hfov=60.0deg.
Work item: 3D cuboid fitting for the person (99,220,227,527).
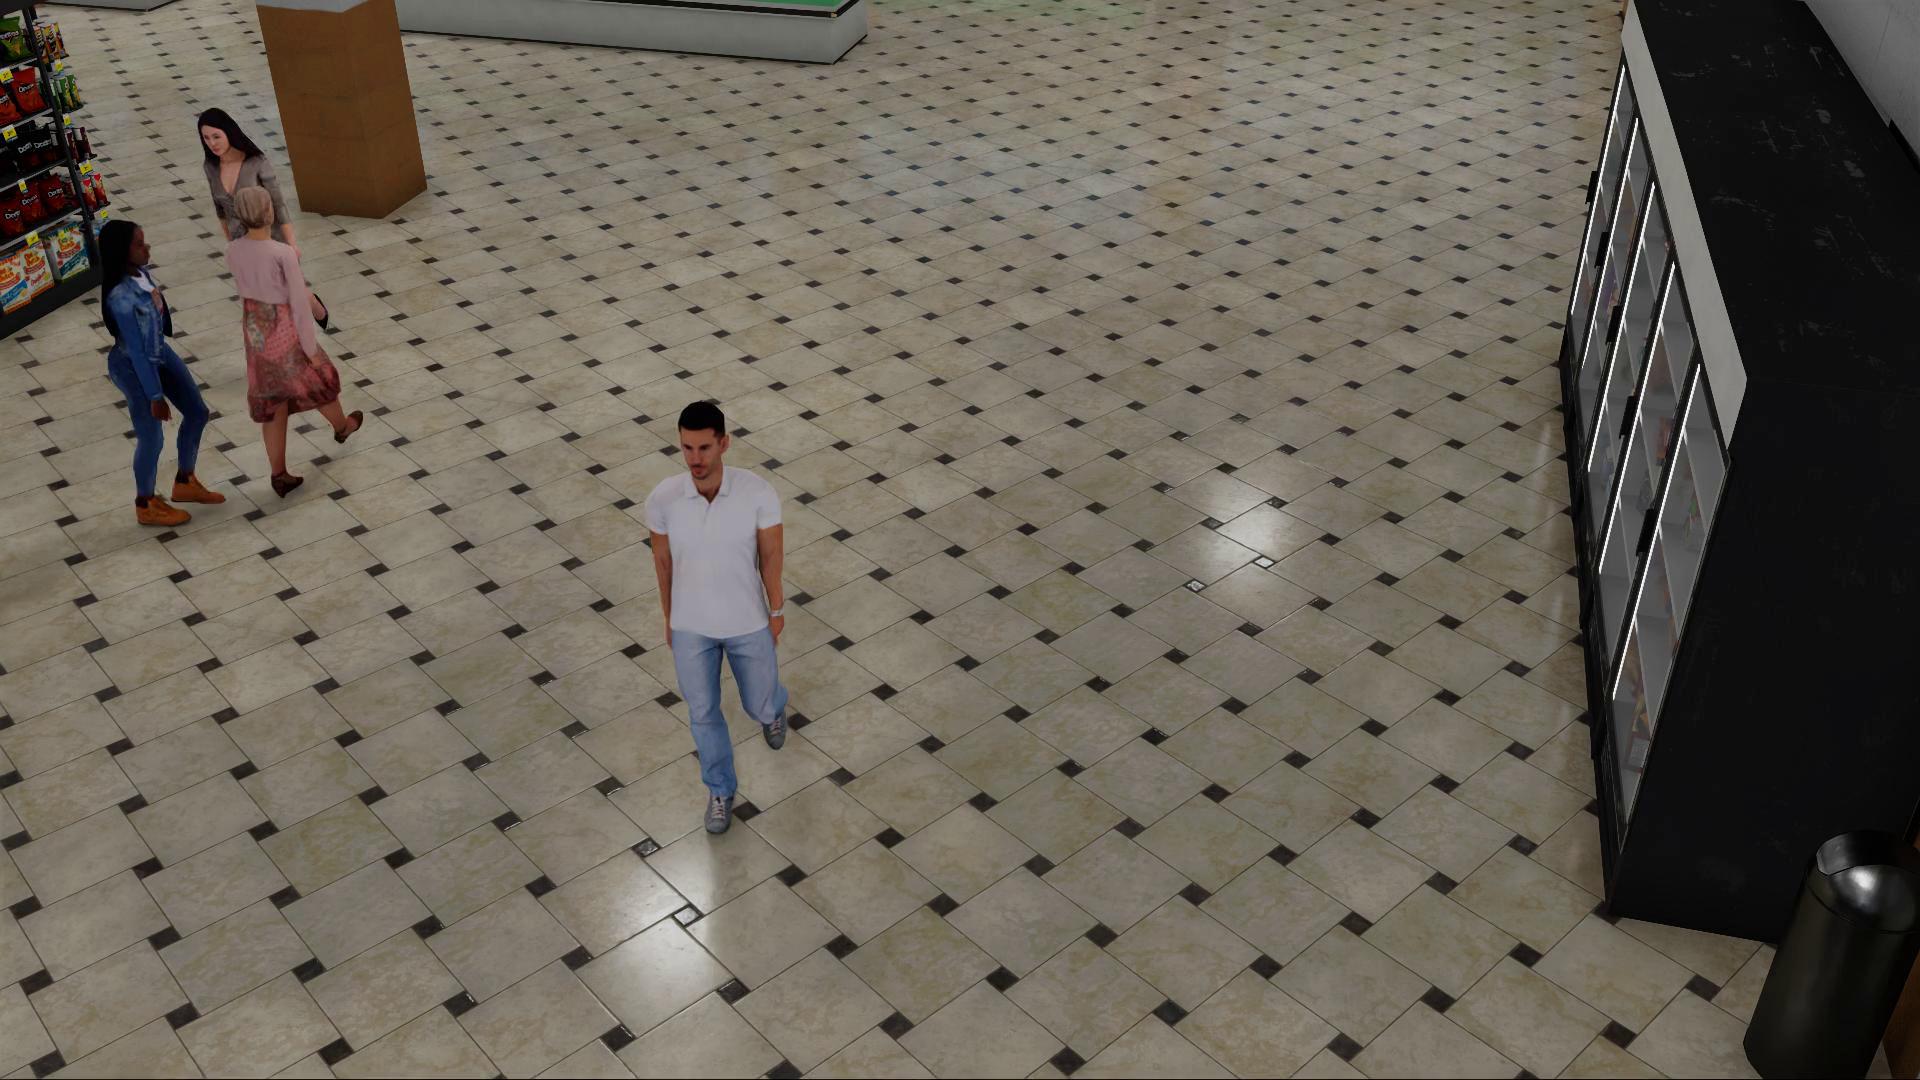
[{"bbox_3d":[-4.226,-0.818,8.476,0.831,1.688,0.774,-7,32,-10],"label":"person"}]

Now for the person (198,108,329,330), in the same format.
[{"bbox_3d":[-4.153,-1.771,9.980,0.980,1.718,0.802,1,32,1],"label":"person"}]

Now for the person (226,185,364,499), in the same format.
[{"bbox_3d":[-3.639,-1.000,8.807,1.029,1.647,0.750,4,32,7],"label":"person"}]

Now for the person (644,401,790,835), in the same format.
[{"bbox_3d":[-0.929,0.257,6.596,0.951,1.849,0.859,2,32,3],"label":"person"}]
